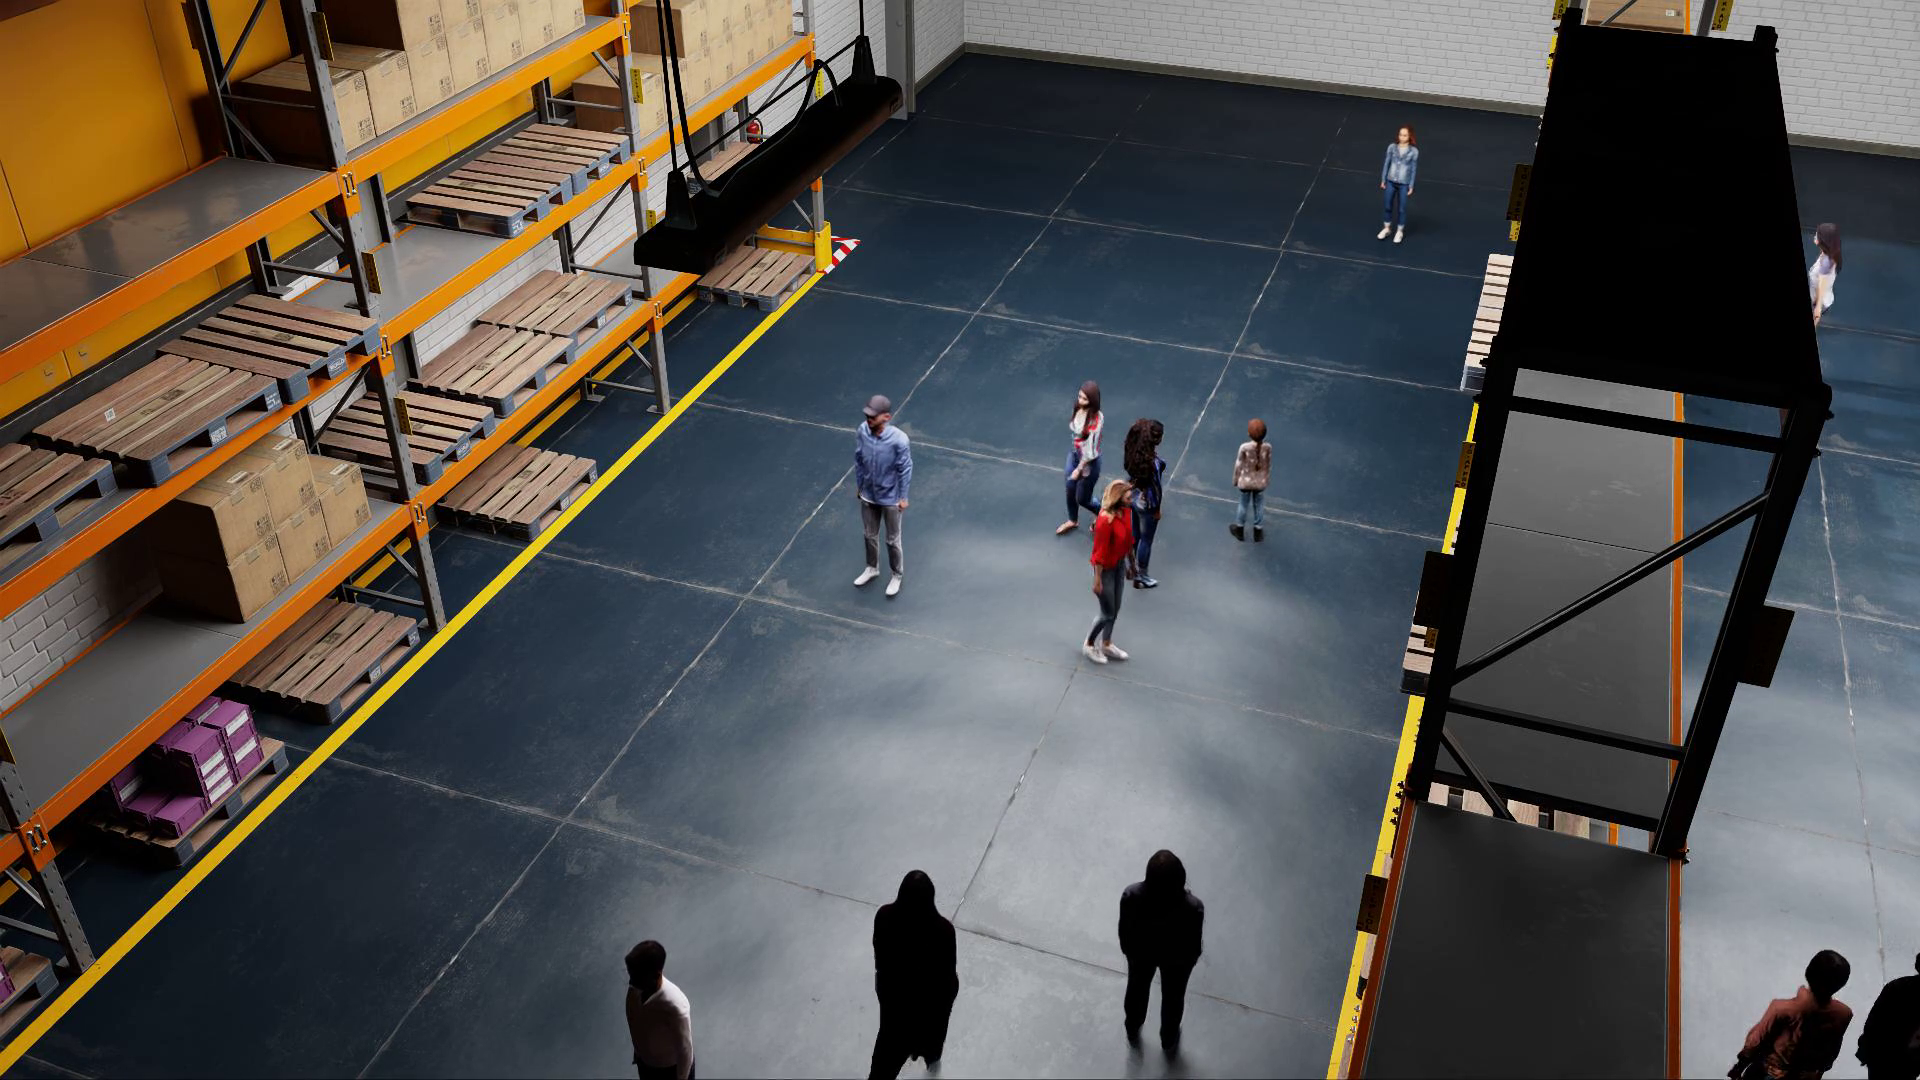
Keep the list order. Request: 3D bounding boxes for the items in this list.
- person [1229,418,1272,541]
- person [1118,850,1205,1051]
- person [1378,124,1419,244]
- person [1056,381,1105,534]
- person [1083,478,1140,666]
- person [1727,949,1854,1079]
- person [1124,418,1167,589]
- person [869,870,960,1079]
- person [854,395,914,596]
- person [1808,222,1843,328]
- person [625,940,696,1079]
[{"bbox_3d":[2.644,-0.545,15.025,0.540,1.191,0.545,0,34,0],"label":"person"},{"bbox_3d":[1.227,2.487,10.097,0.672,1.596,0.651,9,35,14],"label":"person"},{"bbox_3d":[5.451,-4.442,20.631,0.602,1.476,0.567,19,38,27],"label":"person"},{"bbox_3d":[1.175,-0.708,14.906,0.911,1.595,0.830,-16,37,-22],"label":"person"},{"bbox_3d":[1.176,0.218,13.417,0.757,1.699,0.594,20,38,27],"label":"person"},{"bbox_3d":[4.564,3.015,9.159,0.885,1.755,1.047,-3,34,-4],"label":"person"},{"bbox_3d":[1.580,-0.325,14.301,0.759,1.625,0.689,-13,36,-18],"label":"person"},{"bbox_3d":[-0.289,2.667,9.701,0.689,1.736,1.009,9,35,14],"label":"person"},{"bbox_3d":[-0.664,-0.407,14.189,0.680,1.886,0.591,16,37,23],"label":"person"},{"bbox_3d":[9.084,-2.482,17.493,0.737,1.685,0.588,13,36,18],"label":"person"},{"bbox_3d":[-1.637,2.883,9.251,0.731,1.873,0.714,-27,42,-34],"label":"person"}]
